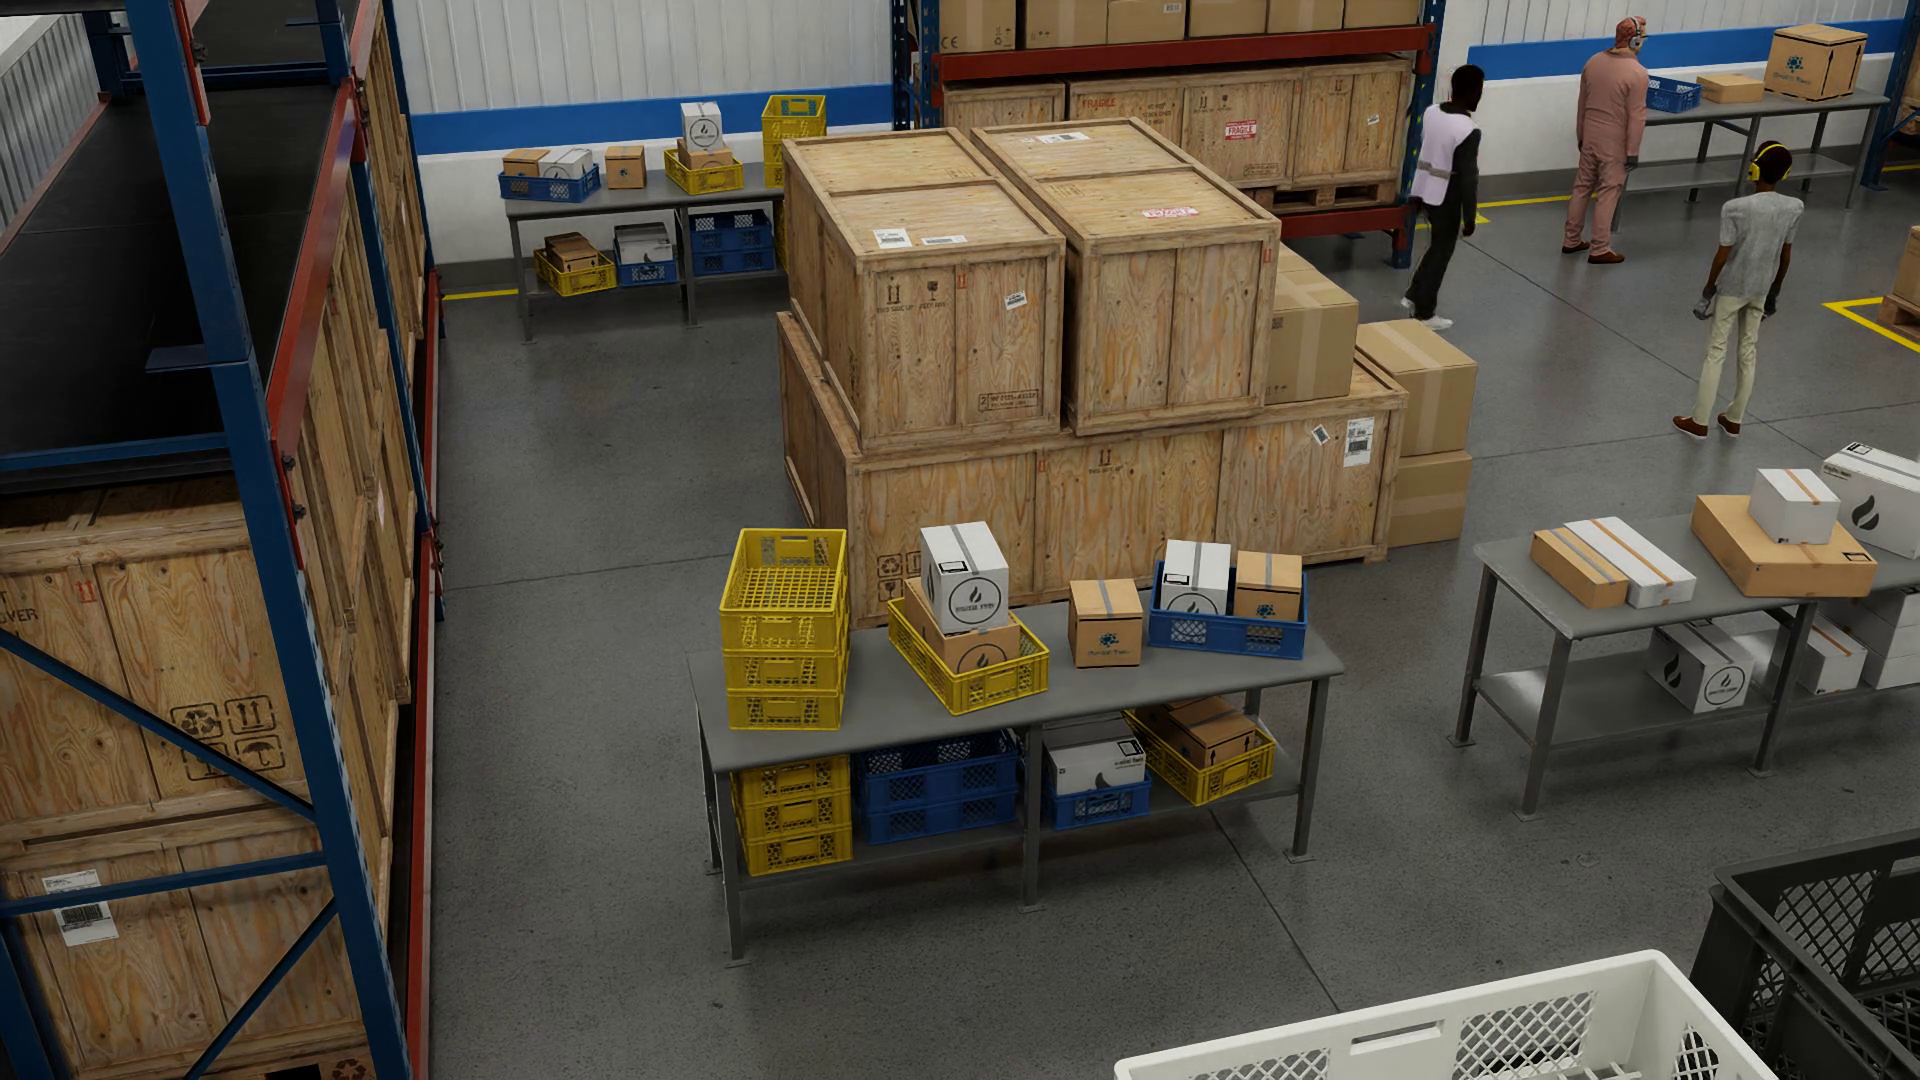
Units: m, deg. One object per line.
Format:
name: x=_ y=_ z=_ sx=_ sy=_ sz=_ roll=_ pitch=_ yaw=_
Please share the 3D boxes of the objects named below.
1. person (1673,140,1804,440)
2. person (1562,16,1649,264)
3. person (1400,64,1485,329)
person: x=4.777 y=-1.515 z=10.189 sx=0.514 sy=1.876 sz=0.328 roll=-3 pitch=29 yaw=-5
person: x=5.134 y=-3.147 z=13.118 sx=0.409 sy=1.907 sz=0.649 roll=-13 pitch=31 yaw=-22
person: x=3.443 y=-2.405 z=11.776 sx=0.464 sy=1.899 sz=0.616 roll=-8 pitch=30 yaw=-14
